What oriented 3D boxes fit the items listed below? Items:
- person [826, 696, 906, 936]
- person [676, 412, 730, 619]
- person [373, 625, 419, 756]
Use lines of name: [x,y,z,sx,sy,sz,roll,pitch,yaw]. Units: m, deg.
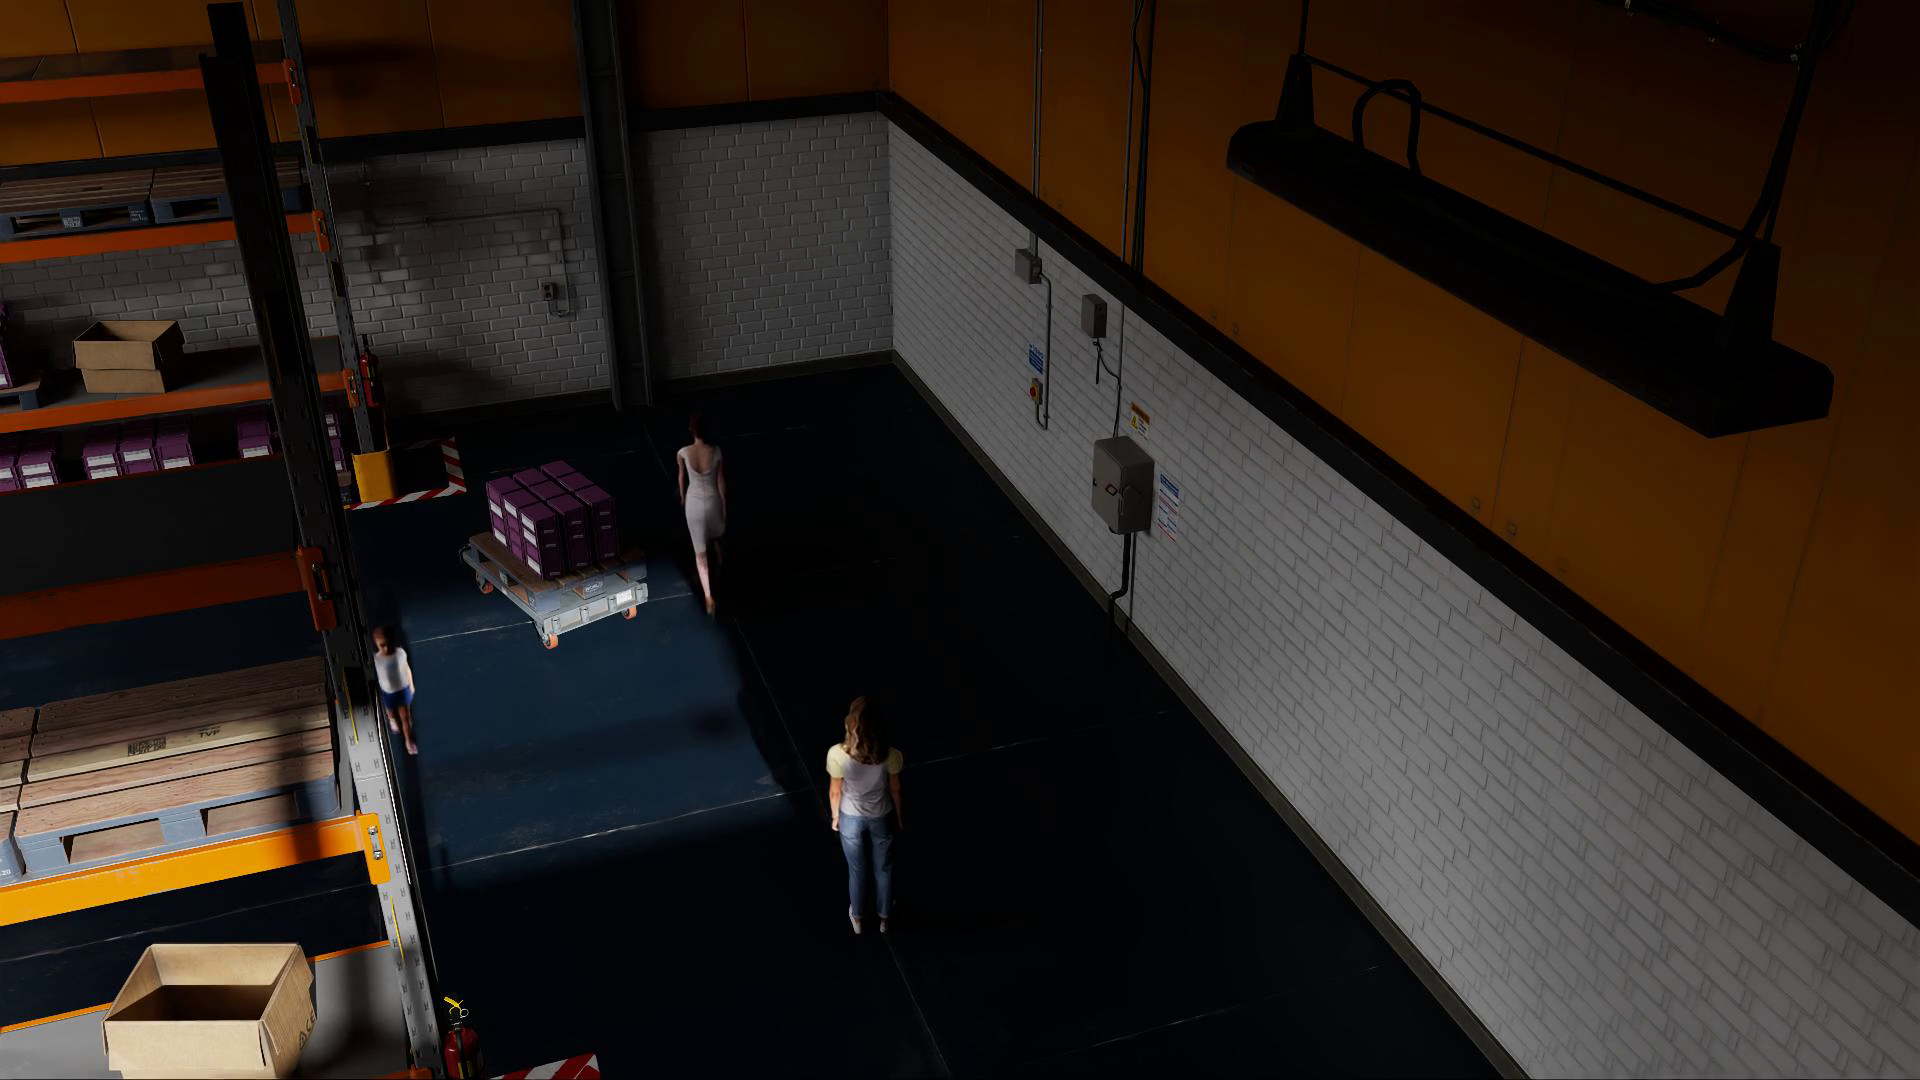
person: [-0.563,1.704,10.212,0.593,1.723,0.749,-1,29,-2]
person: [-2.106,-0.179,13.628,1.037,1.756,0.853,-2,29,-3]
person: [-4.141,1.051,12.155,0.657,1.007,0.543,-14,31,-23]
